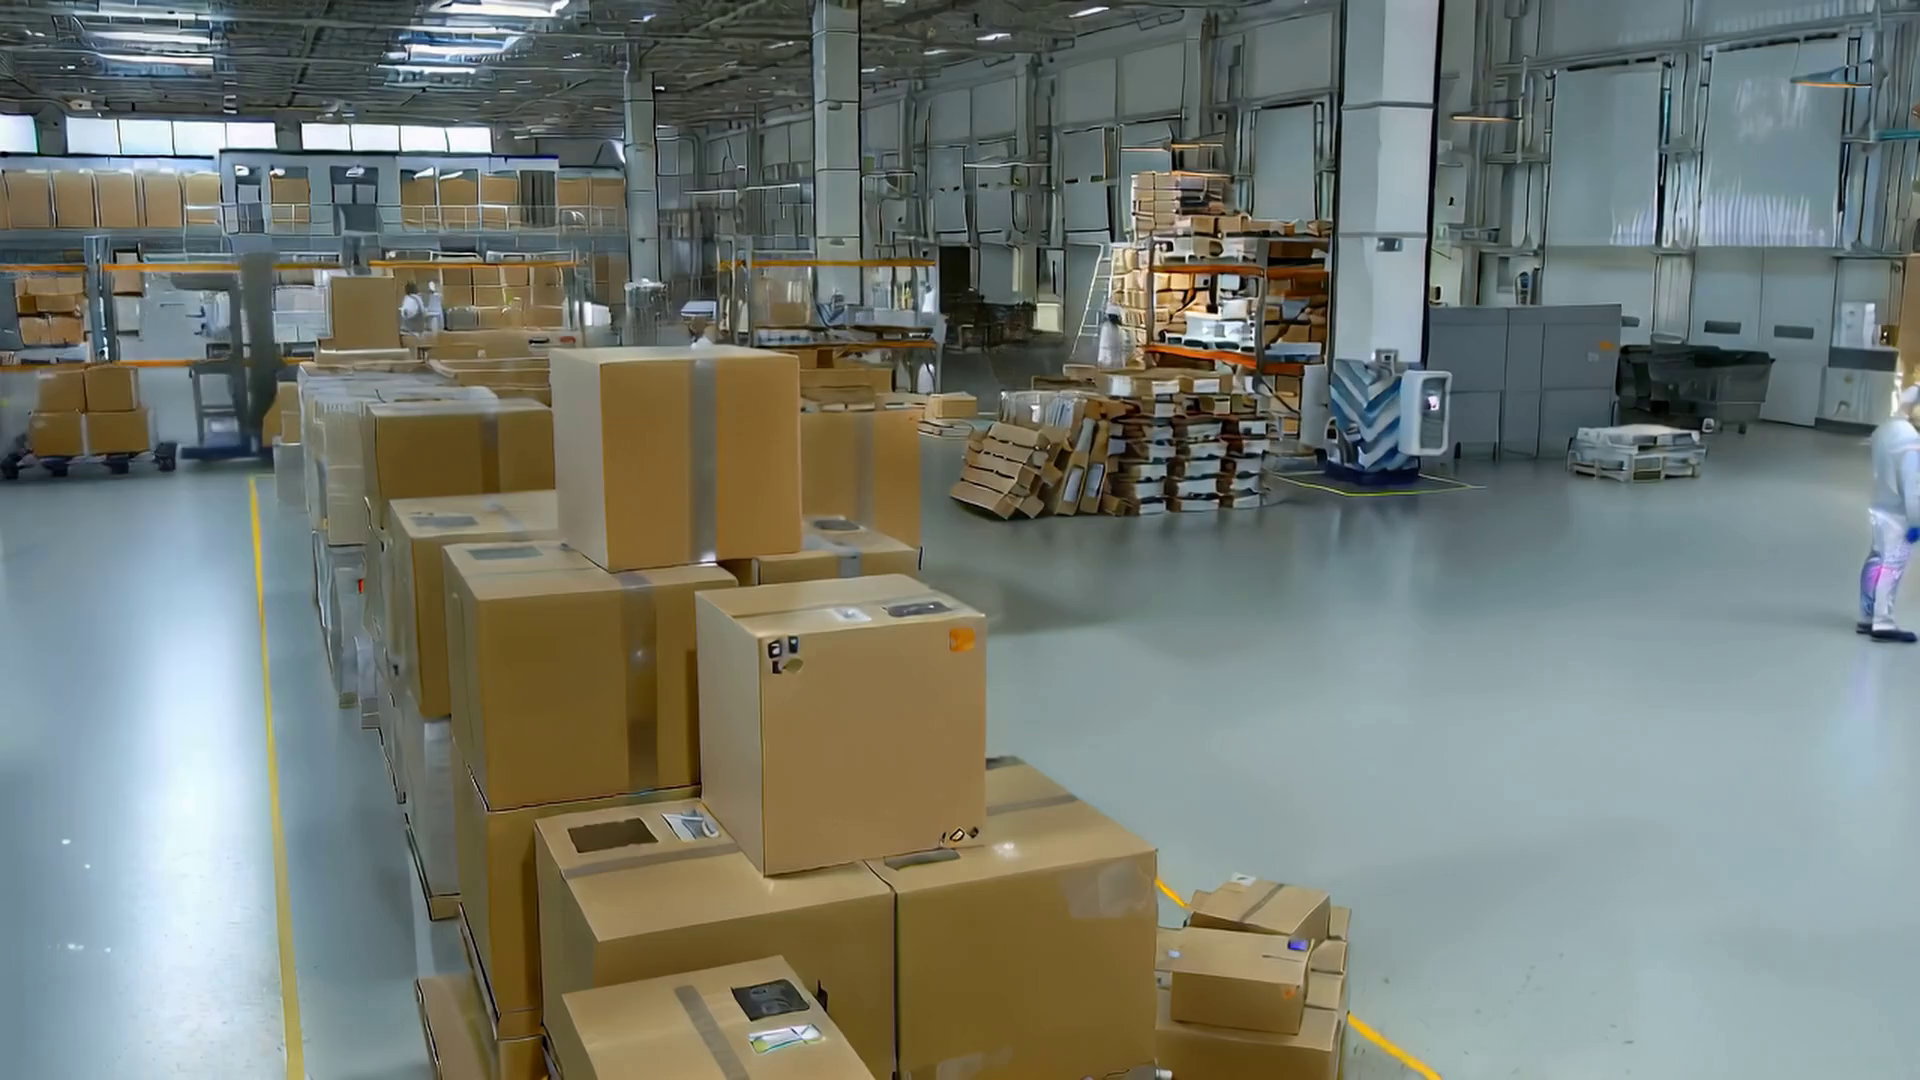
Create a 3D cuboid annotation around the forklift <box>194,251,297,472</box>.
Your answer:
[{"bbox_3d":[-9.101,-2.378,21.790,1.873,2.768,1.129,-4,11,-23],"label":"forklift"}]

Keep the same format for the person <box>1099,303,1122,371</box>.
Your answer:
[{"bbox_3d":[2.519,-2.980,27.748,0.384,1.923,0.590,4,11,20],"label":"person"}]

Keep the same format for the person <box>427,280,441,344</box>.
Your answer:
[{"bbox_3d":[-14.071,-6.001,44.516,0.356,1.882,0.574,-8,13,-37],"label":"person"}]

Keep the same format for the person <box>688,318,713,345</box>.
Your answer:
[{"bbox_3d":[-3.496,-2.023,22.433,0.372,1.940,0.630,-6,12,-32],"label":"person"}]

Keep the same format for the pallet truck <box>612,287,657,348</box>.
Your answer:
[{"bbox_3d":[-6.464,-4.406,35.401,0.823,1.965,1.885,6,12,32],"label":"pallet truck"}]

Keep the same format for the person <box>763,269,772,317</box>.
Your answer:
[{"bbox_3d":[-7.386,-9.502,63.867,0.335,1.864,0.521,-3,11,-15],"label":"person"}]

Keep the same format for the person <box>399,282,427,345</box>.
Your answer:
[{"bbox_3d":[-12.903,-5.109,39.160,1.015,2.000,0.688,4,11,20],"label":"person"}]

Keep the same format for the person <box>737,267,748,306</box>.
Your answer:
[{"bbox_3d":[-9.684,-11.338,74.123,0.632,1.818,0.837,-9,13,-39],"label":"person"}]

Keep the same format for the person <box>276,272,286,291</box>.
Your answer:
[{"bbox_3d":[-22.208,-7.815,54.408,0.377,1.917,0.600,0,10,2],"label":"person"}]

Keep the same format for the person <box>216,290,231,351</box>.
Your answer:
[{"bbox_3d":[-19.380,-5.930,44.077,0.552,1.908,0.867,-9,14,-42],"label":"person"}]

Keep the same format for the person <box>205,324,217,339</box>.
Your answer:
[{"bbox_3d":[-22.805,-6.921,49.713,0.991,1.828,0.605,1,10,8],"label":"person"}]

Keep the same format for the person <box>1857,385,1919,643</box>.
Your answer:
[{"bbox_3d":[6.967,-0.189,12.371,0.383,1.928,0.635,1,10,3],"label":"person"}]
